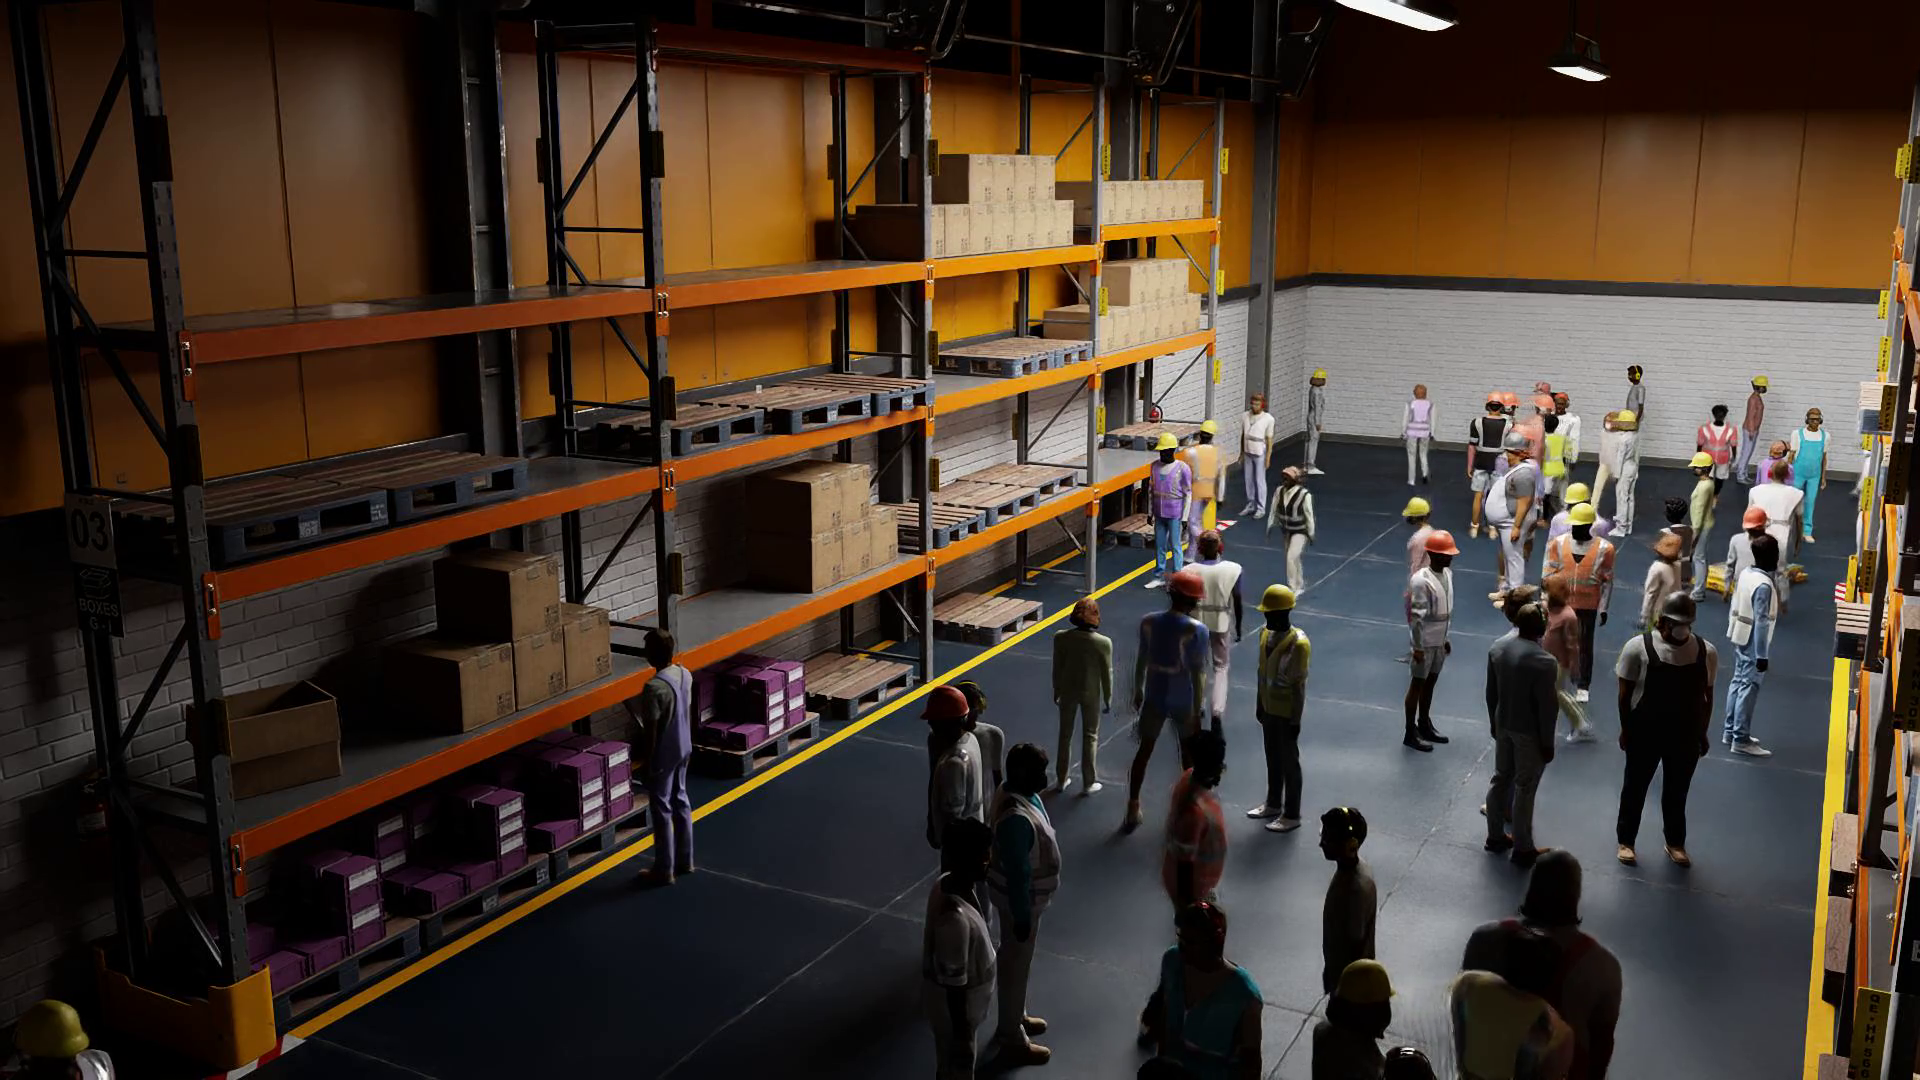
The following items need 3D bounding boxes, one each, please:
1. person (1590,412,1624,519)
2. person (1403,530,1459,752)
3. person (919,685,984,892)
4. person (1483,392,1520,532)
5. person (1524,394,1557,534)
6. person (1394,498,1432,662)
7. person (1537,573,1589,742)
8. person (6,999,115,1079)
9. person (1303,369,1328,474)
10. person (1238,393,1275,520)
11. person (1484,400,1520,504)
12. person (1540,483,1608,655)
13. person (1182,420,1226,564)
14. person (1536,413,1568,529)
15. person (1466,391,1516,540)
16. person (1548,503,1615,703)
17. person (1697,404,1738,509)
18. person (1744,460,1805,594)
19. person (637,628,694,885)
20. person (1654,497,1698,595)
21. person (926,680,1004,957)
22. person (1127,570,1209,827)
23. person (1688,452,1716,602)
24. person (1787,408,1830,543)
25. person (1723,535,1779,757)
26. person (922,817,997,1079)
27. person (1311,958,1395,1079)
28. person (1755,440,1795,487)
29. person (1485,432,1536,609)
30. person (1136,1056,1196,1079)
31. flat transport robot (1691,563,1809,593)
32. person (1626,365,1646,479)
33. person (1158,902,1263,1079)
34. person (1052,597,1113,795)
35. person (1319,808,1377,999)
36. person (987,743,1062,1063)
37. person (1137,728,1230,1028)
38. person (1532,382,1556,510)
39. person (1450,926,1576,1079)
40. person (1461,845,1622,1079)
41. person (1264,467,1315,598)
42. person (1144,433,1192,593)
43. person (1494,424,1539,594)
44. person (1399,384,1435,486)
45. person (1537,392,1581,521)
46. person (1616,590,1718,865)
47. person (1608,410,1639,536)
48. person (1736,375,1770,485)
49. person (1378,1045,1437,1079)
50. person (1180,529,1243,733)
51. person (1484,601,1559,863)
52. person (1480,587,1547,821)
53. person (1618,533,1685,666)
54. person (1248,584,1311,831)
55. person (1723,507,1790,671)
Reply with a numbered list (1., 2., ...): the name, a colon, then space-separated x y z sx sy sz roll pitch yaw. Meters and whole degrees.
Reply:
1. person: 9.310 -1.047 23.816 0.857 1.583 0.503 -7 14 -29
2. person: 4.118 0.860 14.487 0.542 1.939 0.366 -12 17 -43
3. person: -0.052 1.819 10.224 0.387 1.929 0.543 2 13 10
4. person: 7.469 -1.049 22.908 0.379 1.996 0.611 -2 13 -9
5. person: 7.892 -1.029 22.890 0.510 1.969 0.626 1 13 3
6. person: 4.669 0.423 16.926 0.404 1.730 0.580 4 13 19
7. person: 5.183 1.049 14.427 0.825 1.595 0.507 -4 13 -18
8. person: -3.562 2.672 6.641 0.403 1.824 0.593 6 14 26
9. person: 5.920 -1.977 27.635 0.321 1.741 0.489 0 13 0
10. person: 4.293 -1.224 24.062 0.399 1.833 0.571 -10 16 -37
11. person: 7.890 -1.206 24.171 0.617 1.744 0.446 -7 14 -29
12. person: 6.250 0.341 16.960 0.997 1.876 0.599 -11 17 -41
13. person: 3.042 -0.579 21.080 0.622 1.876 0.647 -8 15 -31
14. person: 8.243 -0.913 23.058 0.535 1.671 0.737 -5 14 -22
15. person: 7.229 -1.016 22.686 0.613 2.033 0.411 4 13 15
16. person: 5.851 0.585 15.752 0.590 1.923 0.383 9 15 34
17. person: 11.006 -1.181 24.246 0.554 1.670 0.727 4 13 16
18. person: 9.112 0.001 18.675 0.604 1.799 0.960 7 14 29
19. person: -2.076 1.522 11.767 0.355 1.834 0.524 6 14 24
20. person: 7.339 0.396 17.137 0.534 1.692 0.322 -6 14 -24
21. person: 0.038 1.778 10.564 0.508 1.862 0.326 0 13 -2
22. person: 1.625 1.202 12.891 0.682 1.986 1.072 10 16 37
23. person: 8.631 -0.154 19.439 0.340 1.761 0.527 7 14 28
24. person: 11.421 -0.868 22.437 0.506 1.847 0.343 2 13 9
25. person: 6.844 0.896 14.364 0.380 1.921 0.596 2 13 11
26. person: -0.002 2.276 8.095 0.362 1.960 0.613 -1 13 -3
27. person: 1.671 2.612 7.116 0.353 1.734 0.495 -4 13 -19
28. person: 10.293 -0.456 21.077 0.312 1.633 0.519 -7 15 -30
29. person: 6.316 -0.233 19.150 0.536 2.000 0.688 2 13 11
30. person: 0.683 2.765 6.107 0.938 1.869 0.605 6 14 26
31. flat transport robot: 9.627 0.415 20.248 1.431 0.197 0.652 -8 15 -32
32. person: 10.967 -1.924 27.125 0.328 1.865 0.520 2 13 9
33. person: 1.111 2.473 7.482 0.374 1.840 0.571 -10 16 -37
34. person: 0.986 1.259 13.421 0.507 1.623 0.288 5 13 20
35. person: 1.950 2.240 8.495 0.327 1.861 0.516 1 13 6
36. person: 0.362 2.032 9.466 0.429 1.839 0.633 0 13 2
37. person: 1.359 1.957 9.660 0.628 1.917 0.680 2 13 9
38. person: 8.590 -1.392 24.654 0.399 1.905 0.642 5 14 22
39. person: 2.358 2.540 7.256 0.804 1.816 0.629 -9 15 -35
40. person: 2.614 2.350 7.586 0.687 2.000 0.936 4 13 17
41. person: 3.854 -0.073 19.406 0.689 1.599 0.543 -9 16 -36
42. person: 2.471 -0.326 19.826 0.593 1.925 0.384 12 17 42
43. person: 6.626 -0.369 19.841 0.451 2.012 0.659 -7 15 -30
44. person: 7.290 -1.669 26.523 0.530 1.628 0.361 0 13 0
45. person: 8.526 -1.179 23.752 0.573 1.880 0.359 8 15 31
46. person: 5.114 1.361 12.013 0.682 2.000 0.538 1 13 5
47. person: 9.144 -0.925 22.933 0.319 1.739 0.484 12 17 43
48. person: 12.728 -1.764 26.655 0.342 1.758 0.526 8 15 33
49. person: 1.646 2.761 6.213 0.509 1.839 0.339 1 13 6
50. person: 2.265 0.803 15.037 0.572 1.814 0.866 2 13 10
51. person: 4.097 1.388 12.125 0.356 1.937 0.638 -6 14 -24
52. person: 4.305 1.267 12.893 0.506 1.840 0.343 -11 16 -39
53. person: 6.674 0.706 15.927 0.493 1.608 0.708 -12 17 -42
54. person: 2.435 1.269 12.717 0.394 1.919 0.581 -6 14 -23
55. person: 7.890 0.518 16.480 0.661 1.723 0.440 11 17 42
